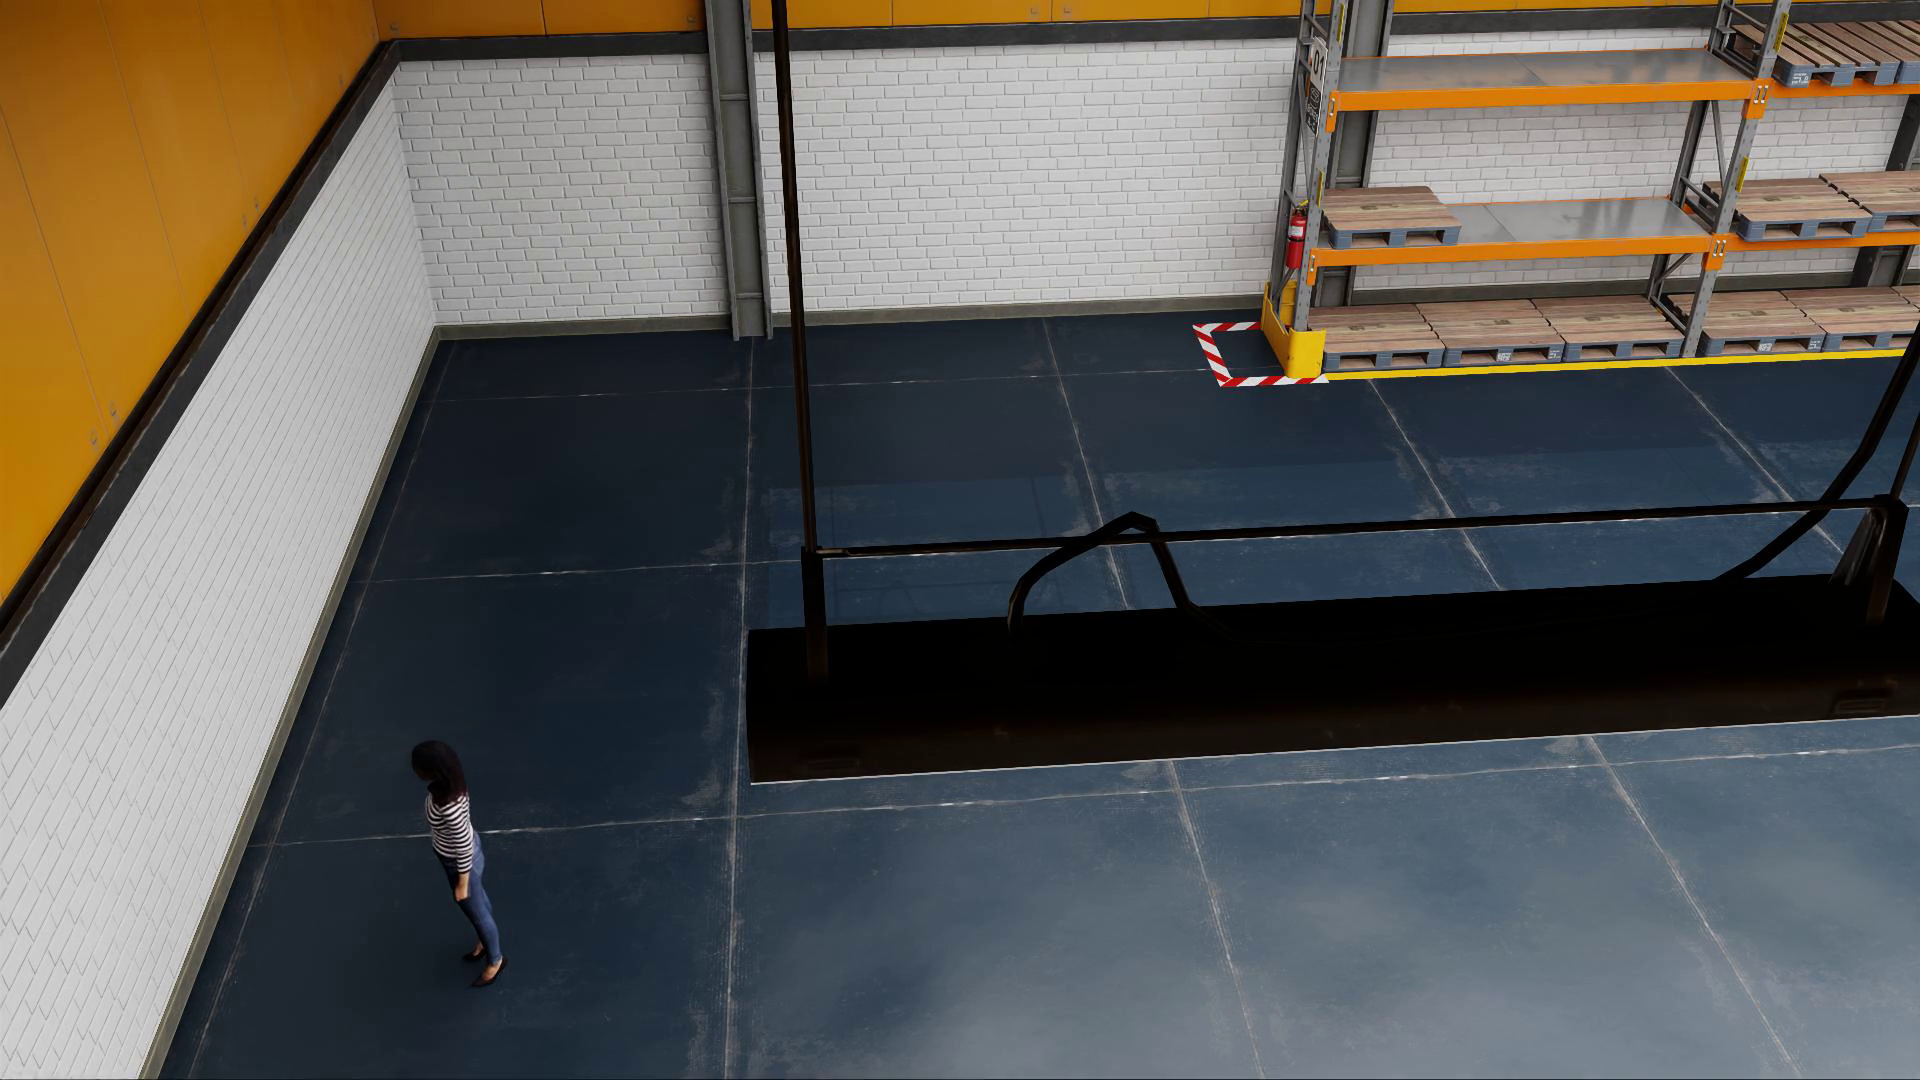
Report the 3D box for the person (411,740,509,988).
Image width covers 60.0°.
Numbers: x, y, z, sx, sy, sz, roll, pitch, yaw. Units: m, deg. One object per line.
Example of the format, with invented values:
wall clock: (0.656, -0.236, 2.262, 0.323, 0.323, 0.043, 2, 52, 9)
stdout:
person: (-2.833, 1.828, 9.463, 0.596, 1.796, 0.645, -13, 36, -19)
